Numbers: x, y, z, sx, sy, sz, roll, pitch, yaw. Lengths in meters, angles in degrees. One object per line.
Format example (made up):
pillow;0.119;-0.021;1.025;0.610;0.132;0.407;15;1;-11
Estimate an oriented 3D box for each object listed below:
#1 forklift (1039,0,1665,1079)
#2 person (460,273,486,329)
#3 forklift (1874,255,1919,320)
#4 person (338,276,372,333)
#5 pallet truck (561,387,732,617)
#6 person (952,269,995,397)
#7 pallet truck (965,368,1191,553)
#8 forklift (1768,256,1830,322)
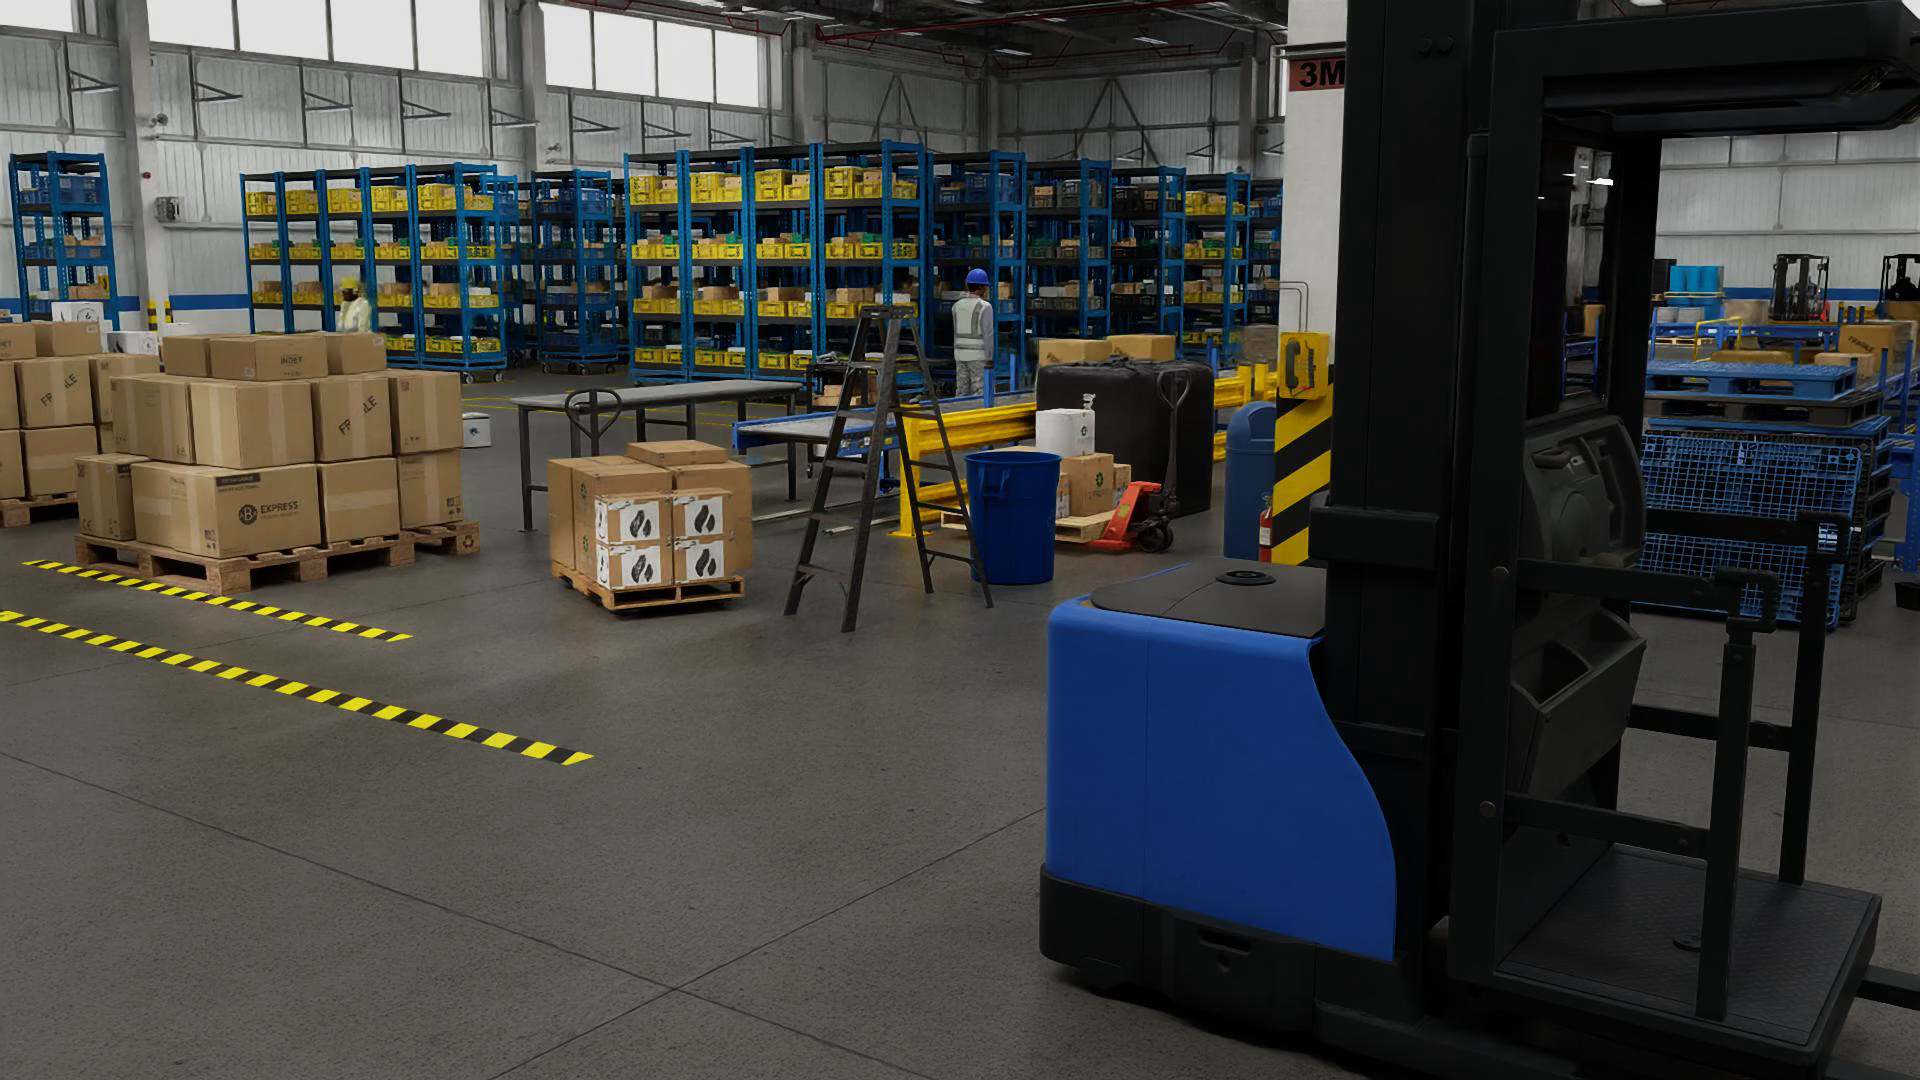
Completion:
forklift;1.249;-0.137;4.360;1.873;2.768;1.129;7;12;35
person;-9.814;-4.422;33.113;0.967;1.798;0.581;4;10;22
forklift;22.089;-5.634;38.796;1.157;1.987;2.680;6;11;33
person;-8.374;-2.704;22.825;0.609;1.804;0.712;6;11;31
pallet truck;-1.981;-0.274;10.088;0.680;1.201;1.601;-5;11;-28
person;0.161;-2.023;18.410;0.425;1.938;0.603;-9;13;-42
pallet truck;0.845;-0.609;11.869;1.630;1.274;0.653;7;12;35
forklift;20.253;-5.854;40.139;1.157;1.987;2.680;7;12;35
